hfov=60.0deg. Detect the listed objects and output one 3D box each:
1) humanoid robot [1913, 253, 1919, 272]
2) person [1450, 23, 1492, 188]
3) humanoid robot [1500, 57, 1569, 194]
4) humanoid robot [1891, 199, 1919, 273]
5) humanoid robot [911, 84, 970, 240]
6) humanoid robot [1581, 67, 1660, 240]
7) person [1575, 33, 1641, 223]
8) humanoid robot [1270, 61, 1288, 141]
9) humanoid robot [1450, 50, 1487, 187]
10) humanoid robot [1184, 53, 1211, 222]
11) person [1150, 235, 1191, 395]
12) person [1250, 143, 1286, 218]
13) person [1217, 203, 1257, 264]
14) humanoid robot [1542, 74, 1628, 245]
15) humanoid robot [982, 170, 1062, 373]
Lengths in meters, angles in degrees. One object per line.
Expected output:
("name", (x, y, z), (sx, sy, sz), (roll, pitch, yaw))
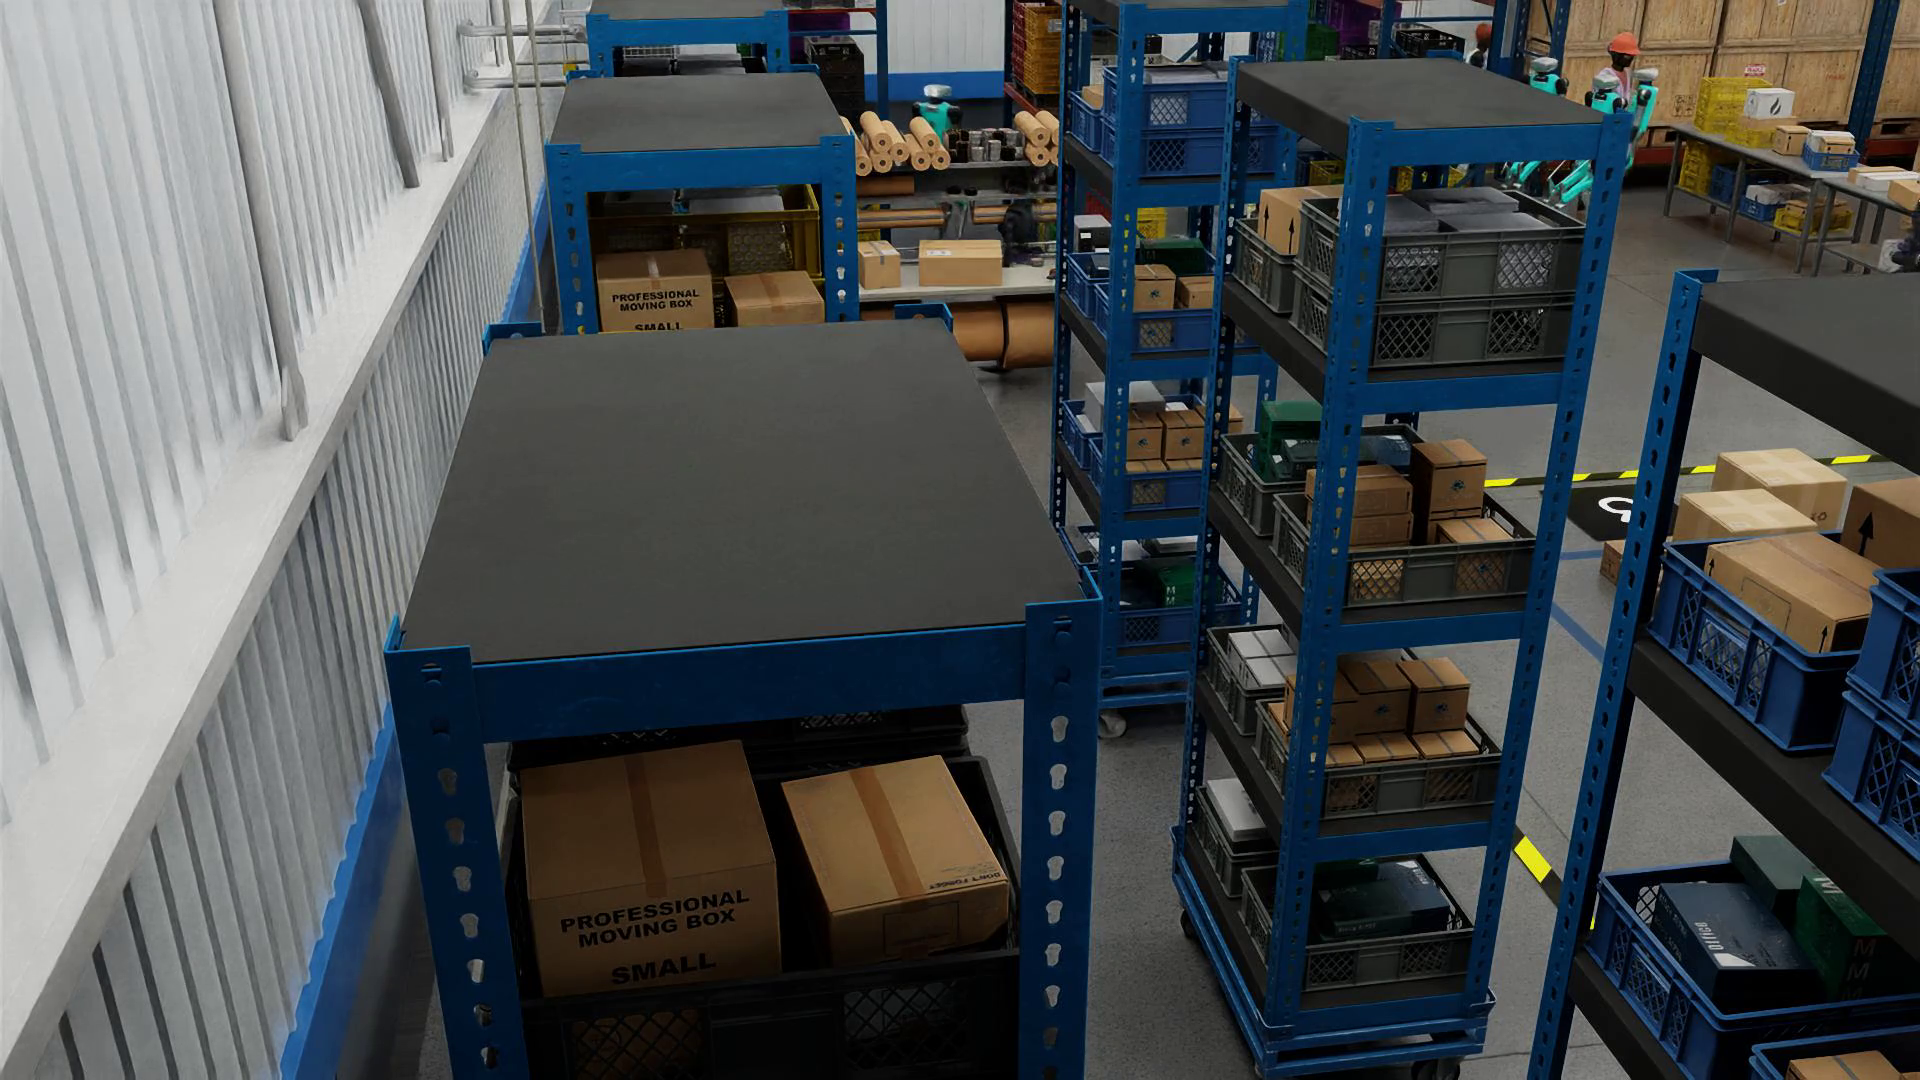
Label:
("humanoid robot", (6.624, -1.185, 11.138), (0.539, 1.740, 1.034), (1, 25, 3))
("person", (5.940, -5.006, 19.246), (0.337, 1.883, 0.583), (5, 25, 10))
("humanoid robot", (5.946, -4.158, 17.514), (0.676, 1.753, 0.547), (-17, 30, -33))
("humanoid robot", (7.697, -2.212, 13.423), (0.404, 1.637, 0.609), (21, 32, 38))
("humanoid robot", (-0.086, -3.630, 16.475), (0.530, 1.802, 0.804), (13, 28, 26))
("humanoid robot", (6.695, -3.937, 17.190), (0.741, 1.869, 0.537), (12, 27, 24))
("person", (6.817, -4.274, 17.468), (0.392, 2.042, 0.609), (23, 33, 40))
("humanoid robot", (3.465, -4.539, 18.524), (0.793, 1.620, 0.608), (8, 26, 16))
("humanoid robot", (5.729, -4.672, 18.767), (0.613, 1.652, 0.315), (-1, 25, -2))
("humanoid robot", (2.476, -4.331, 18.024), (0.580, 1.786, 0.859), (22, 33, 40))
("person", (1.335, -1.152, 10.964), (0.630, 1.813, 0.479), (17, 29, 32))
("person", (2.835, -3.282, 15.575), (0.404, 1.829, 0.608), (3, 25, 7))
("person", (2.513, -3.019, 14.994), (0.431, 1.838, 0.623), (0, 25, 0))
("humanoid robot", (6.150, -3.759, 16.592), (0.741, 1.695, 0.531), (-8, 26, -18))
("humanoid robot", (0.509, -2.110, 13.230), (0.664, 1.635, 0.597), (7, 26, 15))
